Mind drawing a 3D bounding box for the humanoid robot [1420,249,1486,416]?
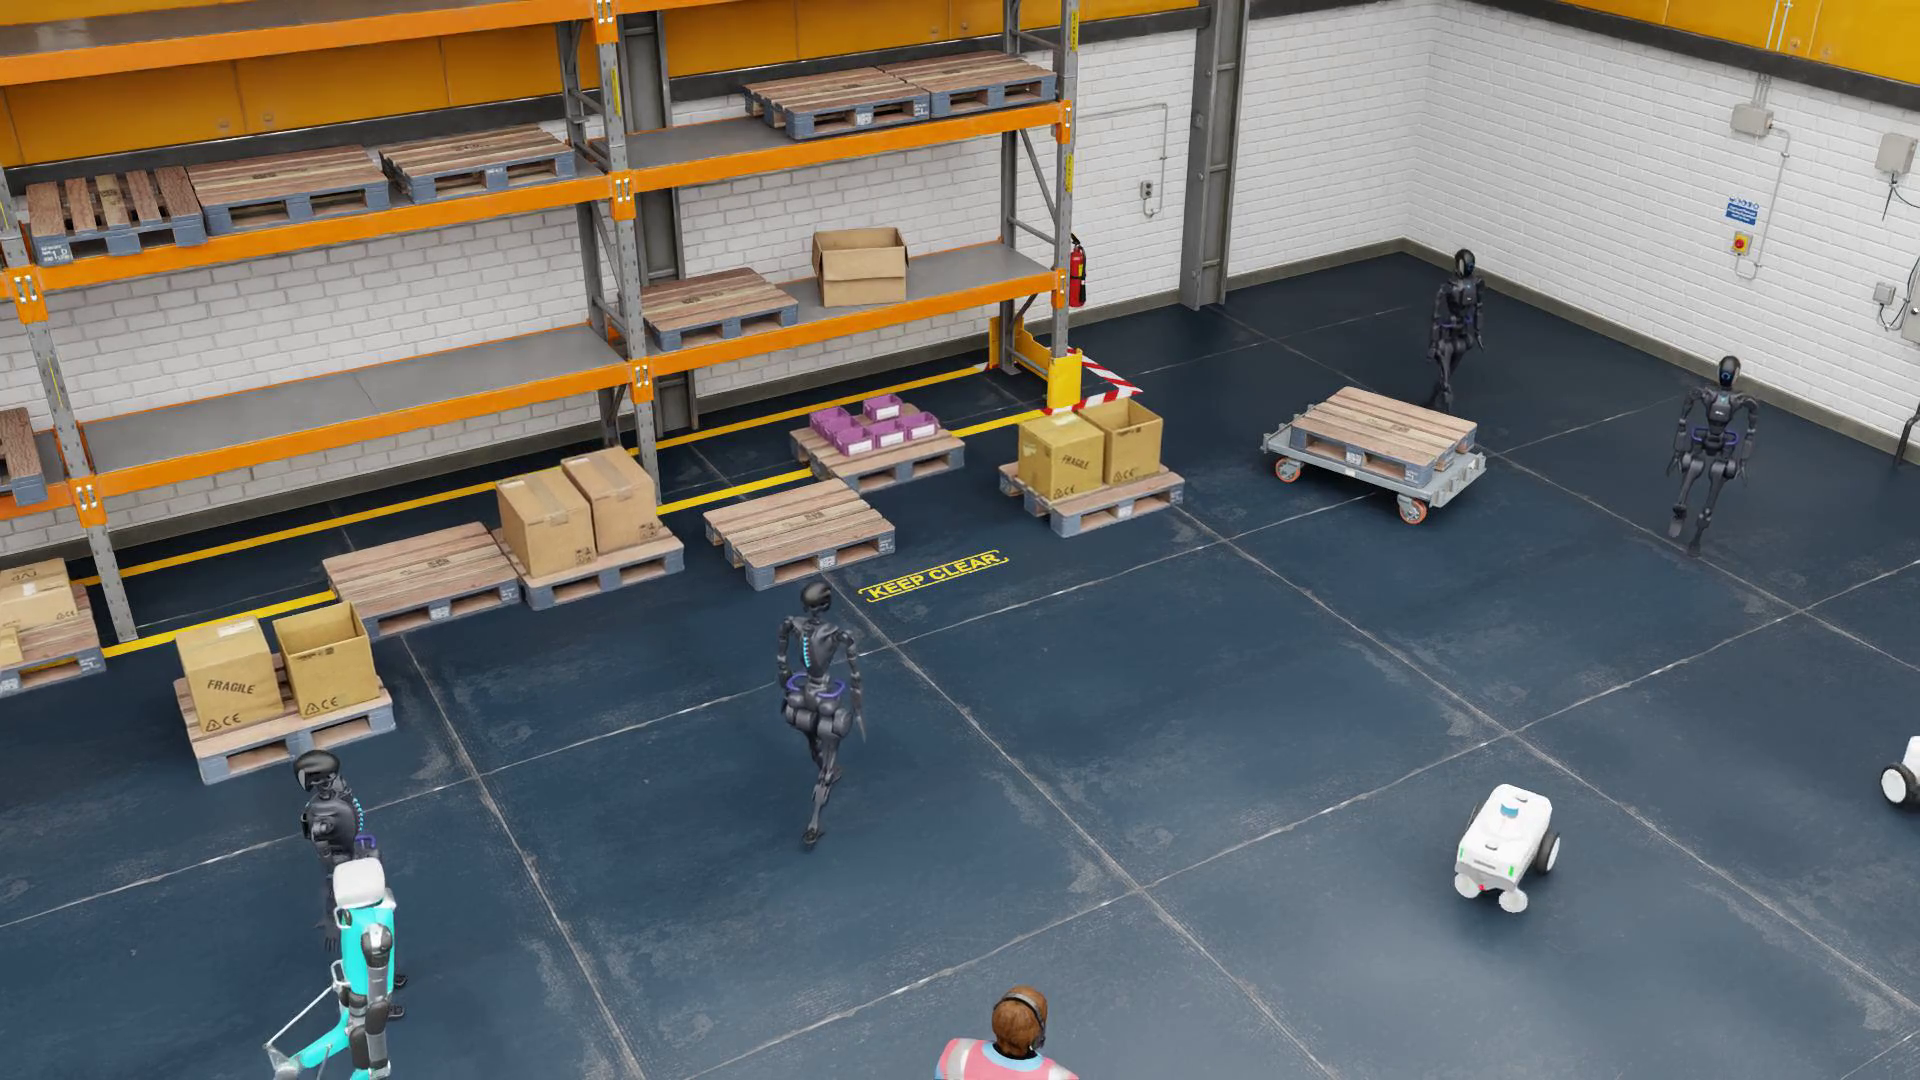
[{"bbox_3d":[4.418,-1.783,14.733,0.608,1.629,0.758,-13,32,-22],"label":"humanoid robot"}]

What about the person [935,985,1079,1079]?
[{"bbox_3d":[0.214,2.564,6.853,0.628,1.836,0.431,11,31,18],"label":"person"}]

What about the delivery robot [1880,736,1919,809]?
[{"bbox_3d":[6.028,1.497,10.026,0.499,0.587,0.789,-5,30,-9],"label":"delivery robot"}]

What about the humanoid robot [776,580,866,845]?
[{"bbox_3d":[-0.848,0.979,9.860,0.589,1.636,0.764,12,31,19],"label":"humanoid robot"}]

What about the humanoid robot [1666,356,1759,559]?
[{"bbox_3d":[5.733,-0.644,12.687,0.584,1.647,0.374,12,32,21],"label":"humanoid robot"}]

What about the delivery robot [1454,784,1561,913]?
[{"bbox_3d":[3.152,1.743,9.618,0.501,0.614,0.786,19,34,30],"label":"delivery robot"}]

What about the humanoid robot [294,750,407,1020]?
[{"bbox_3d":[-3.099,1.751,8.430,0.315,1.657,0.599,-4,30,-7],"label":"humanoid robot"}]

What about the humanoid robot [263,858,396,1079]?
[{"bbox_3d":[-2.832,2.251,7.517,0.906,1.766,0.539,-15,33,-24],"label":"humanoid robot"}]
